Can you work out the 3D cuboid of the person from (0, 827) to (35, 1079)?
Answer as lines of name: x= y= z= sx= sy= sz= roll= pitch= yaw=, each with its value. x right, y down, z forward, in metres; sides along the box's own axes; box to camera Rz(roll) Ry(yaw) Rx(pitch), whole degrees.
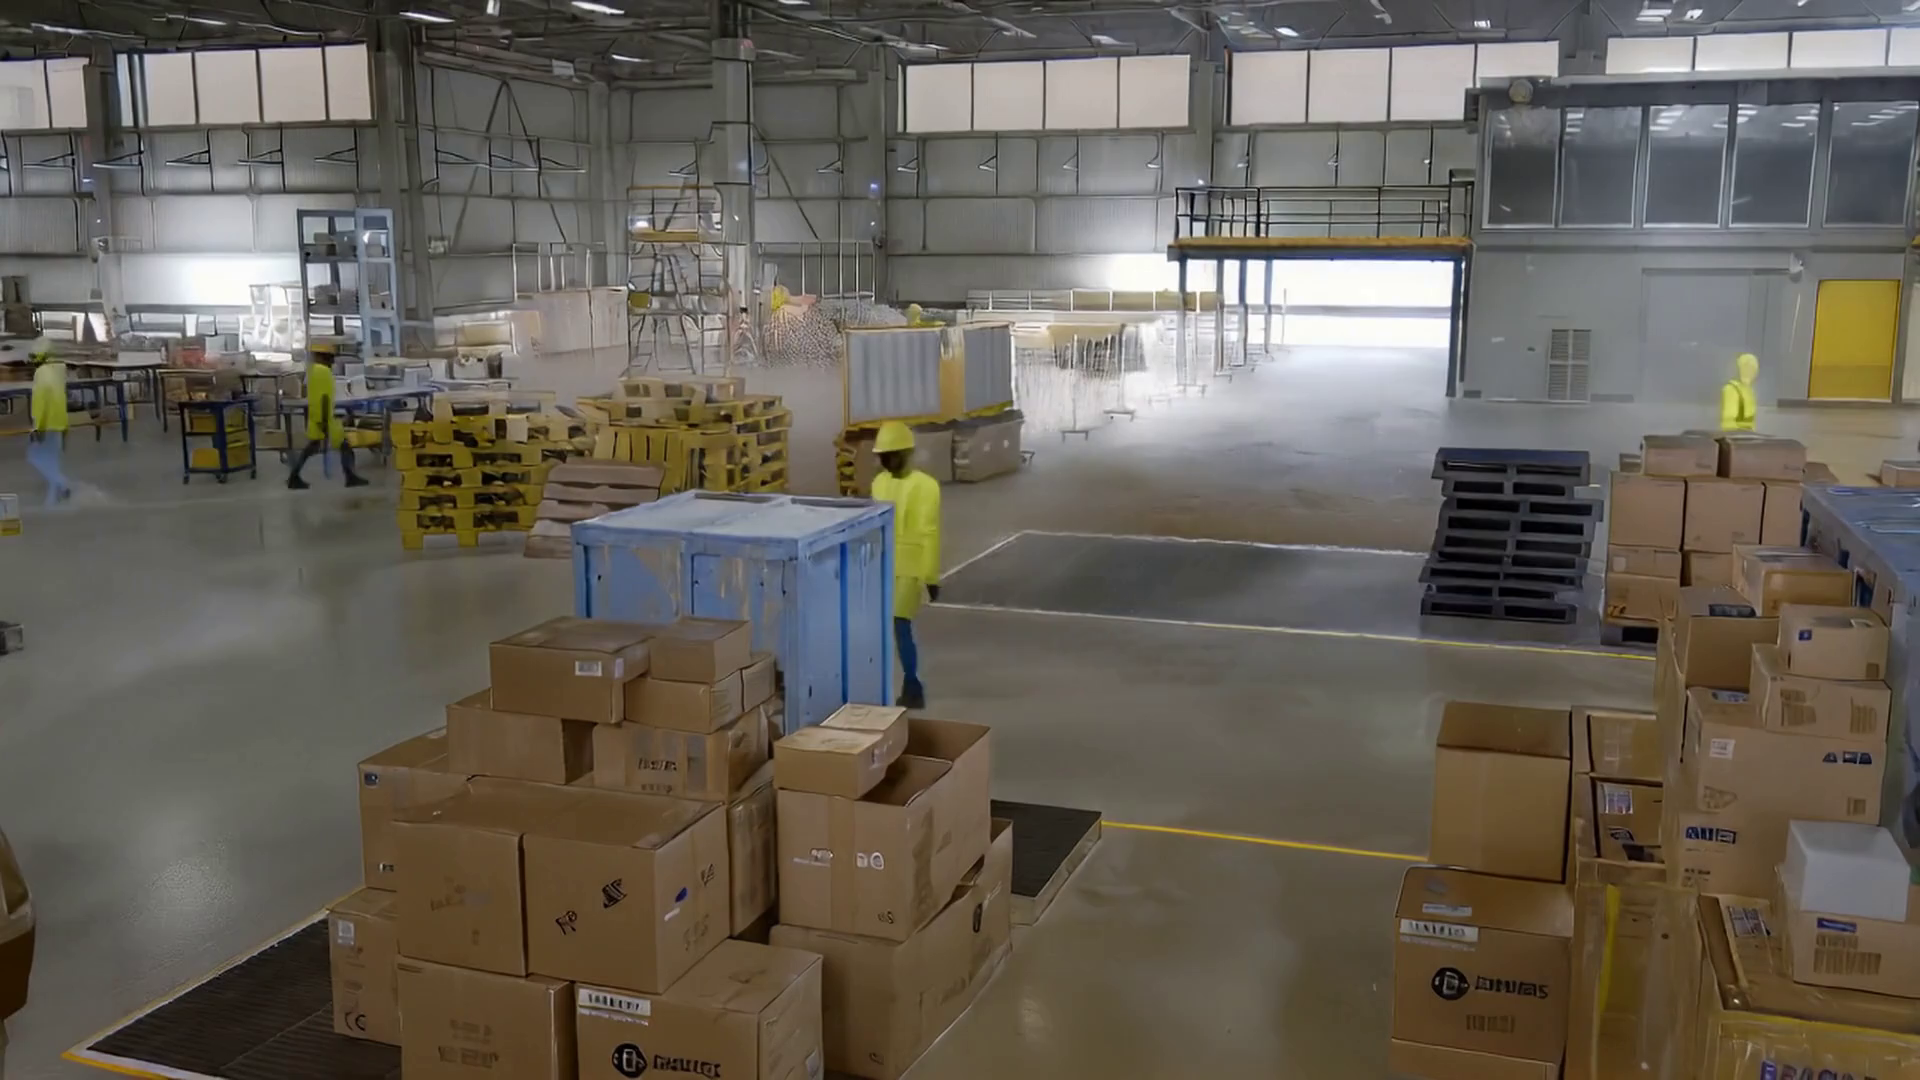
person: x=-2.729 y=1.256 z=4.575 sx=0.367 sy=1.966 sz=0.606 roll=-5 pitch=11 yaw=-28

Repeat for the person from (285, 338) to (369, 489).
person: x=-7.961 y=-1.570 z=20.714 sx=0.987 sy=1.889 sz=0.550 roll=-8 pitch=13 yaw=-40

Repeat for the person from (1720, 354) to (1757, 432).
person: x=8.517 y=-1.138 z=18.406 sx=0.576 sy=1.856 sz=0.854 roll=-7 pitch=12 yaw=-35

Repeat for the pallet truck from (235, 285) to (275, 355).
pallet truck: x=-18.327 y=-5.835 z=44.421 sx=0.823 sy=1.965 sz=1.885 roll=4 pitch=11 yaw=23

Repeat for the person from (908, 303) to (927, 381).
person: x=-0.972 y=-4.424 z=37.203 sx=0.484 sy=1.739 sz=0.305 roll=-9 pitch=13 yaw=-41

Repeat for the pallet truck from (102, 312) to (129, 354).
pallet truck: x=-23.057 y=-5.777 z=46.261 sx=0.680 sy=1.201 sz=1.601 roll=3 pitch=11 yaw=19

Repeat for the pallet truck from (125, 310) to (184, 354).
pallet truck: x=-22.038 y=-5.665 z=45.457 sx=0.704 sy=1.261 sz=1.522 roll=3 pitch=11 yaw=17

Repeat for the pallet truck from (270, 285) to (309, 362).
pallet truck: x=-17.147 y=-5.700 z=43.663 sx=0.823 sy=1.965 sz=1.885 roll=3 pitch=11 yaw=17

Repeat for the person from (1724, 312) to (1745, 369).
person: x=18.271 y=-4.728 z=39.215 sx=0.494 sy=1.624 sz=0.280 roll=5 pitch=11 yaw=26

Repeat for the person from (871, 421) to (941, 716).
person: x=-0.420 y=0.201 z=10.650 sx=0.575 sy=1.916 sz=0.571 roll=-10 pitch=14 yaw=-44

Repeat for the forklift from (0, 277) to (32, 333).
forklift: x=-27.151 y=-6.329 z=46.328 sx=1.157 sy=1.987 sz=2.680 roll=3 pitch=11 yaw=17

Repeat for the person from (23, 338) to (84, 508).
person: x=-10.453 y=-1.332 z=19.112 sx=0.508 sy=1.978 sz=0.635 roll=-1 pitch=10 yaw=-8

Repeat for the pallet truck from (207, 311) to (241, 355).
pallet truck: x=-19.537 y=-5.575 z=44.913 sx=0.653 sy=1.274 sz=1.630 roll=3 pitch=11 yaw=19
